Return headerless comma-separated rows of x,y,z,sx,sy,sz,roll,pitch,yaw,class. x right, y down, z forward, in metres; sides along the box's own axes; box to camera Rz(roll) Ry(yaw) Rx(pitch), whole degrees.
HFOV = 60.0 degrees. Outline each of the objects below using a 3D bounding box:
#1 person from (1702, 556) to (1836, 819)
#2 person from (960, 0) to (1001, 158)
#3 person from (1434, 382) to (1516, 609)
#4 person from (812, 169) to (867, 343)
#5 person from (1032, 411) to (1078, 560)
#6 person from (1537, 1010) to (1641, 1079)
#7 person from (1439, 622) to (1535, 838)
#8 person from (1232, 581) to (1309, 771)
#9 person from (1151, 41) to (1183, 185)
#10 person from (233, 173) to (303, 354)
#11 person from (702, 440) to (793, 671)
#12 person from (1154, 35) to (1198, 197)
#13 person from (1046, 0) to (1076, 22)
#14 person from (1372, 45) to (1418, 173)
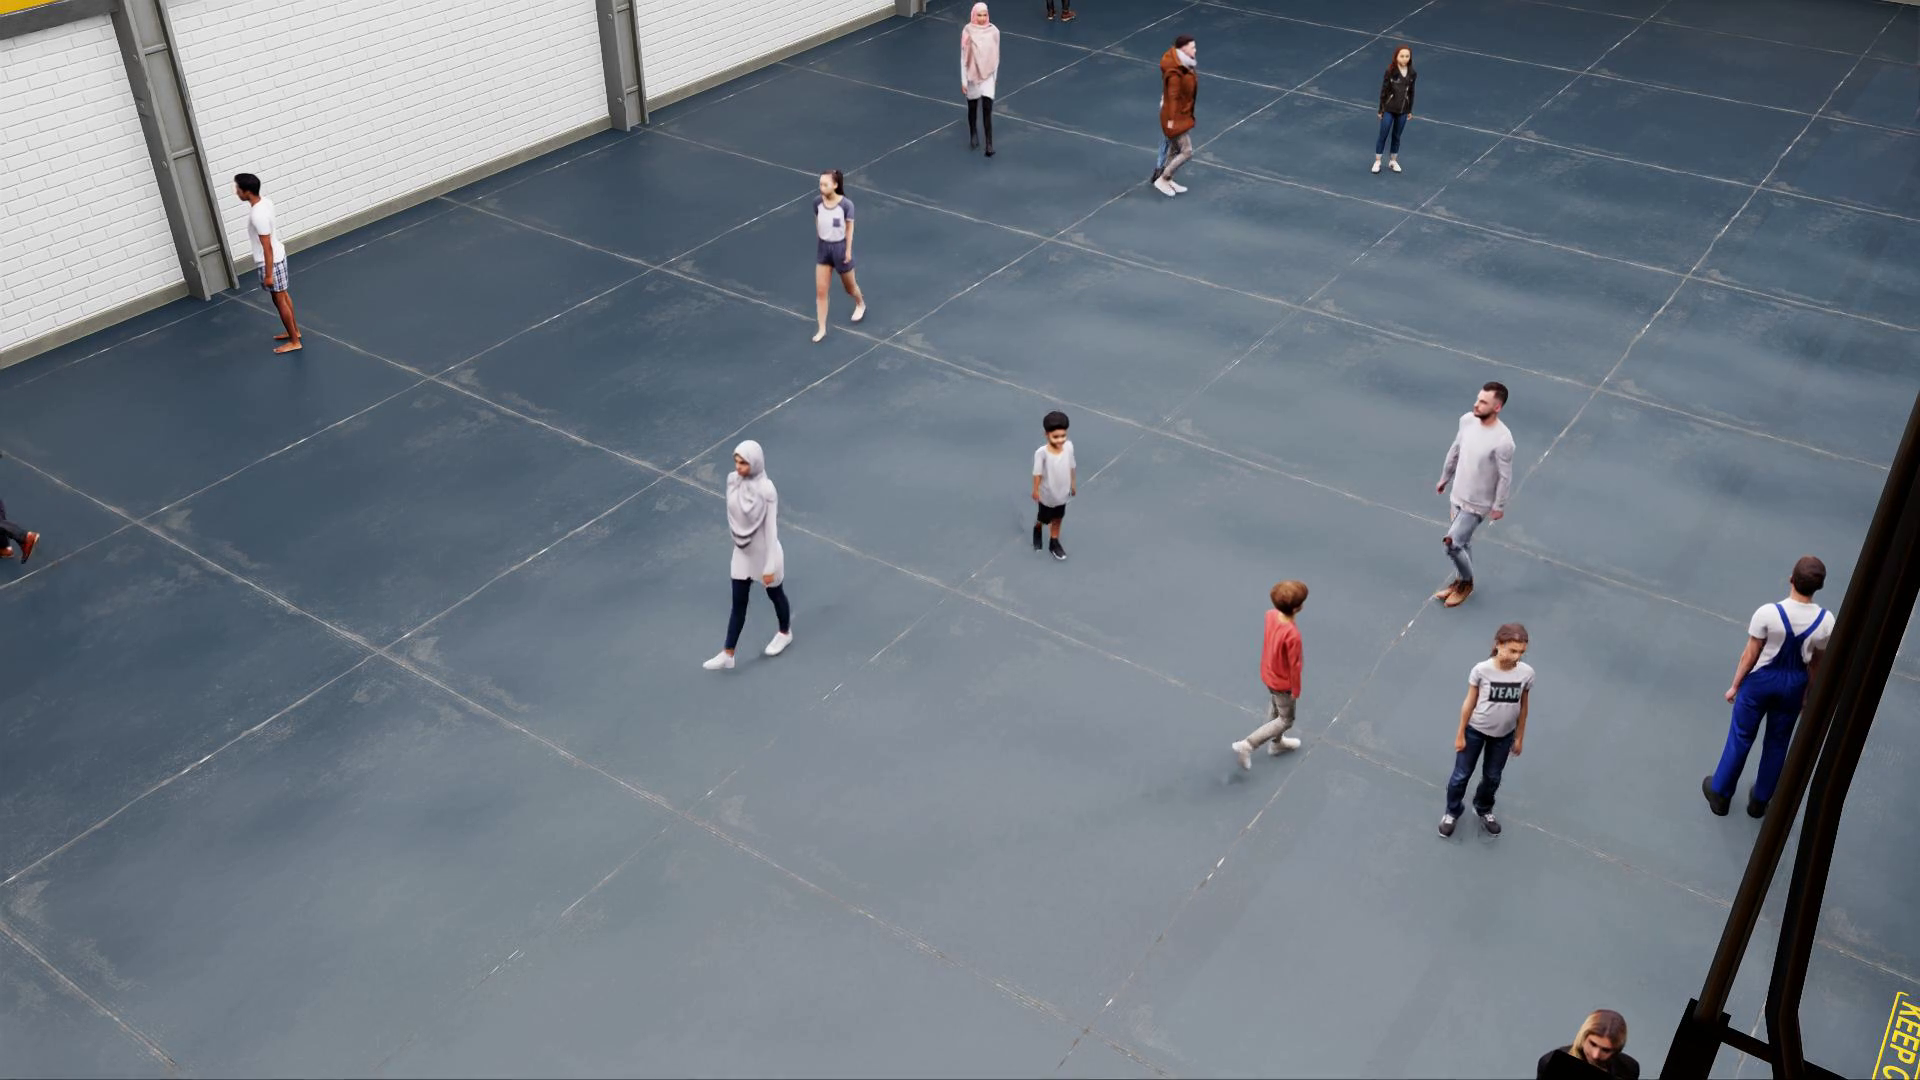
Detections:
4.949,0.905,10.145,0.708,1.849,0.694,7,34,11,person
0.196,-5.515,19.885,1.105,1.758,1.203,-4,34,-6,person
3.772,-0.342,12.042,0.833,1.826,0.797,-10,35,-15,person
-1.139,-2.740,15.839,0.745,1.615,1.085,13,36,18,person
0.699,-0.453,12.729,0.616,1.249,0.673,-13,36,-19,person
2.762,2.721,7.573,0.679,1.670,0.698,2,34,3,person
3.191,1.143,10.050,0.641,1.557,0.662,6,34,9,person
1.994,0.879,10.583,0.882,1.407,0.766,-13,36,-18,person
2.341,-4.886,18.989,0.805,1.702,0.727,5,34,7,person
-6.441,-2.611,15.542,0.738,1.729,0.704,-9,35,-13,person
-1.336,0.068,11.491,0.660,1.753,0.981,23,40,31,person
2.358,-4.750,18.675,0.894,1.824,0.792,3,34,5,person
1.480,-8.612,24.446,0.701,1.866,0.649,15,36,21,person
5.081,-5.045,19.425,0.640,1.484,0.682,-2,34,-2,person
